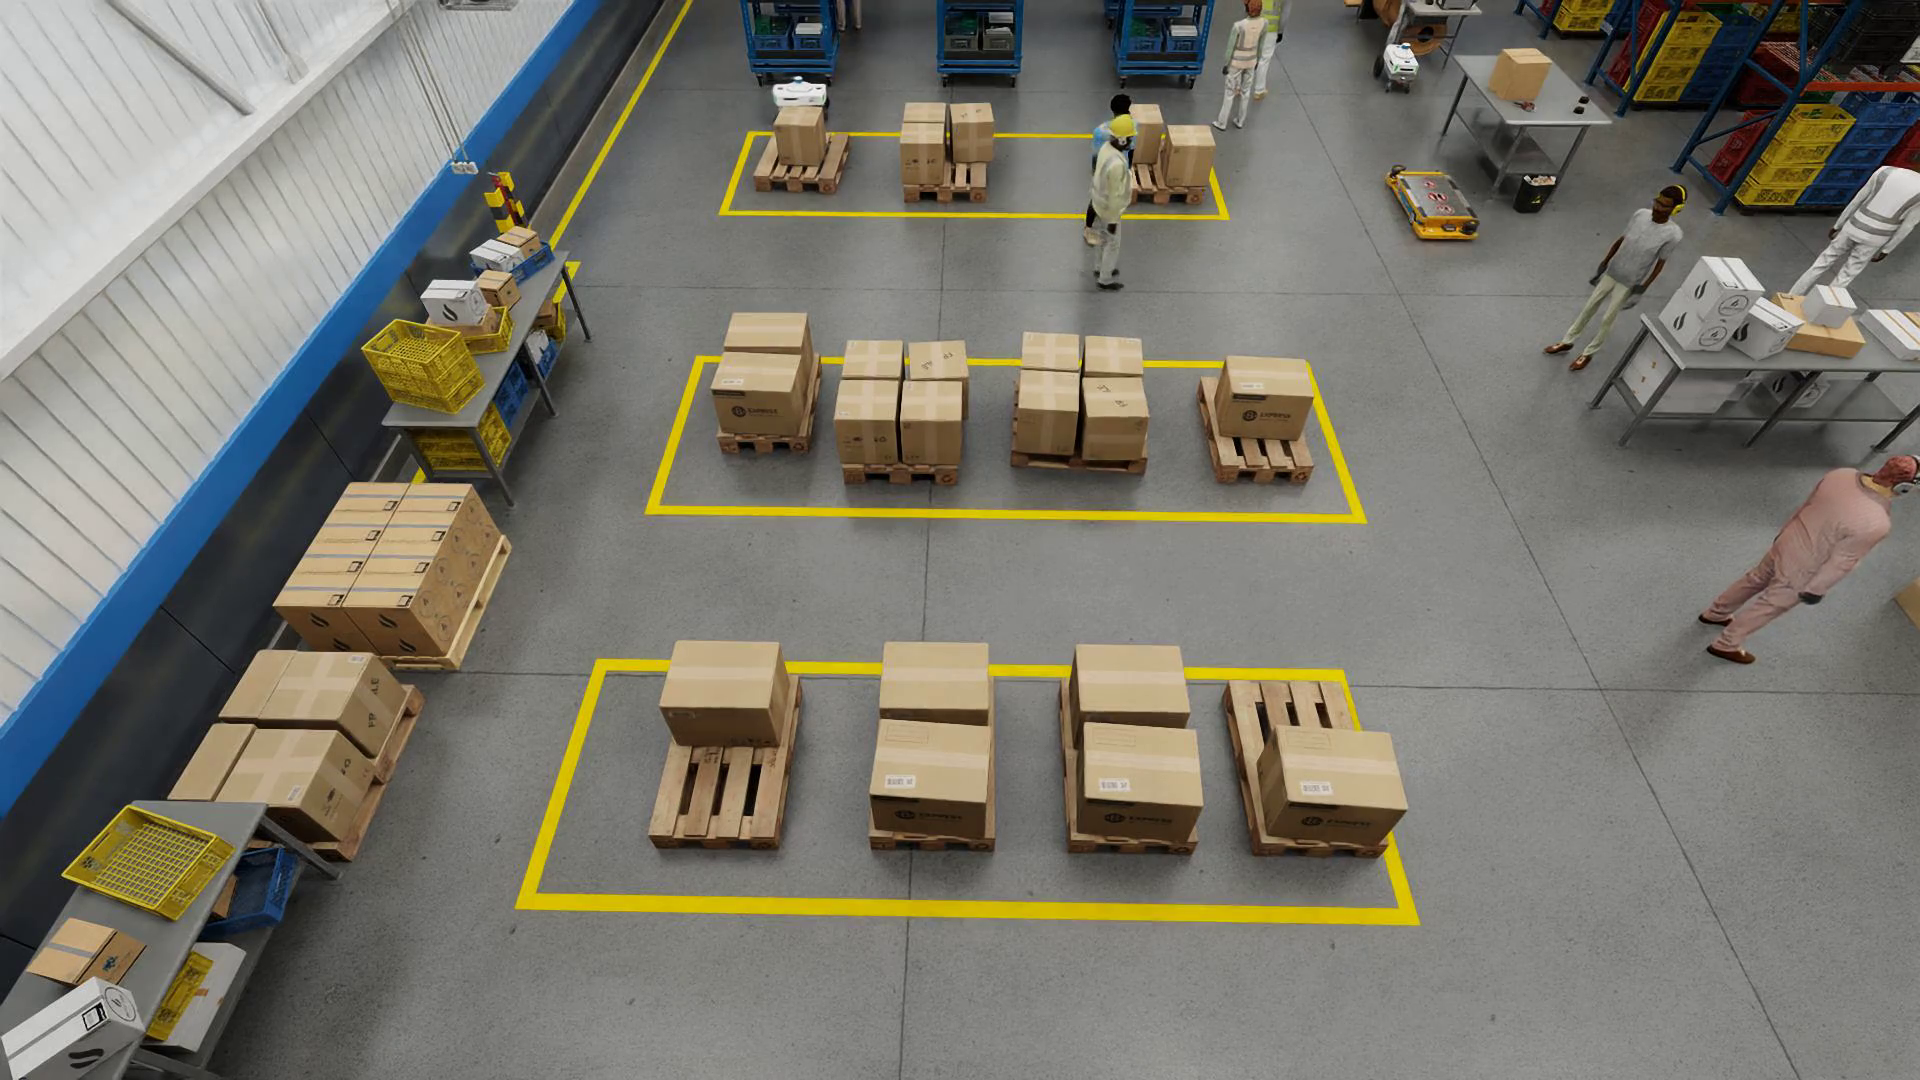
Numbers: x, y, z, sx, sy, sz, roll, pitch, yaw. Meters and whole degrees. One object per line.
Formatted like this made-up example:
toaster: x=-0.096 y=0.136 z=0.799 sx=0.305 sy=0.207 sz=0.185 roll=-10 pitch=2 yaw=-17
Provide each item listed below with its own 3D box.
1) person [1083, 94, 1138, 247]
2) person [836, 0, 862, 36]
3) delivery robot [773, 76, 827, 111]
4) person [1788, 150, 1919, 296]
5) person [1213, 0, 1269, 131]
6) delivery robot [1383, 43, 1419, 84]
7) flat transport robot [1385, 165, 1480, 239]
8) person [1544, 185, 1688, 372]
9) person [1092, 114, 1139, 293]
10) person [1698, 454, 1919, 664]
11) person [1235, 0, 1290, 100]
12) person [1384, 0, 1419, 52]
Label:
person: x=1.660 y=-4.066 z=10.104 sx=0.534 sy=1.691 sz=0.322 roll=-18 pitch=51 yaw=-15
person: x=-1.764 y=-8.846 z=14.052 sx=0.622 sy=1.982 sz=0.412 roll=-19 pitch=52 yaw=-16
delivery robot: x=-2.180 y=-6.066 z=12.516 sx=0.707 sy=0.478 sz=0.477 roll=-2 pitch=49 yaw=-1
person: x=8.963 y=-3.018 z=9.076 sx=0.356 sy=1.880 sz=0.569 roll=-25 pitch=54 yaw=-20
person: x=3.694 y=-6.230 z=12.014 sx=0.520 sy=1.632 sz=0.315 roll=-12 pitch=50 yaw=-10
delivery robot: x=6.375 y=-6.918 z=13.257 sx=0.477 sy=0.478 sz=0.707 roll=4 pitch=49 yaw=3
flat transport robot: x=5.692 y=-4.094 z=11.059 sx=0.652 sy=0.197 sz=1.431 roll=1 pitch=49 yaw=1
person: x=6.174 y=-2.429 z=8.574 sx=0.326 sy=1.862 sz=0.518 roll=-19 pitch=52 yaw=-16
person: x=1.571 y=-3.477 z=9.507 sx=0.426 sy=1.821 sz=0.624 roll=-2 pitch=49 yaw=-2
person: x=5.869 y=0.127 z=6.340 sx=0.400 sy=1.900 sz=0.648 roll=12 pitch=50 yaw=10
person: x=4.176 y=-7.049 z=12.589 sx=0.619 sy=1.838 sz=0.430 roll=30 pitch=56 yaw=24
person: x=6.577 y=-7.896 z=13.265 sx=0.384 sy=1.931 sz=0.639 roll=21 pitch=52 yaw=18
